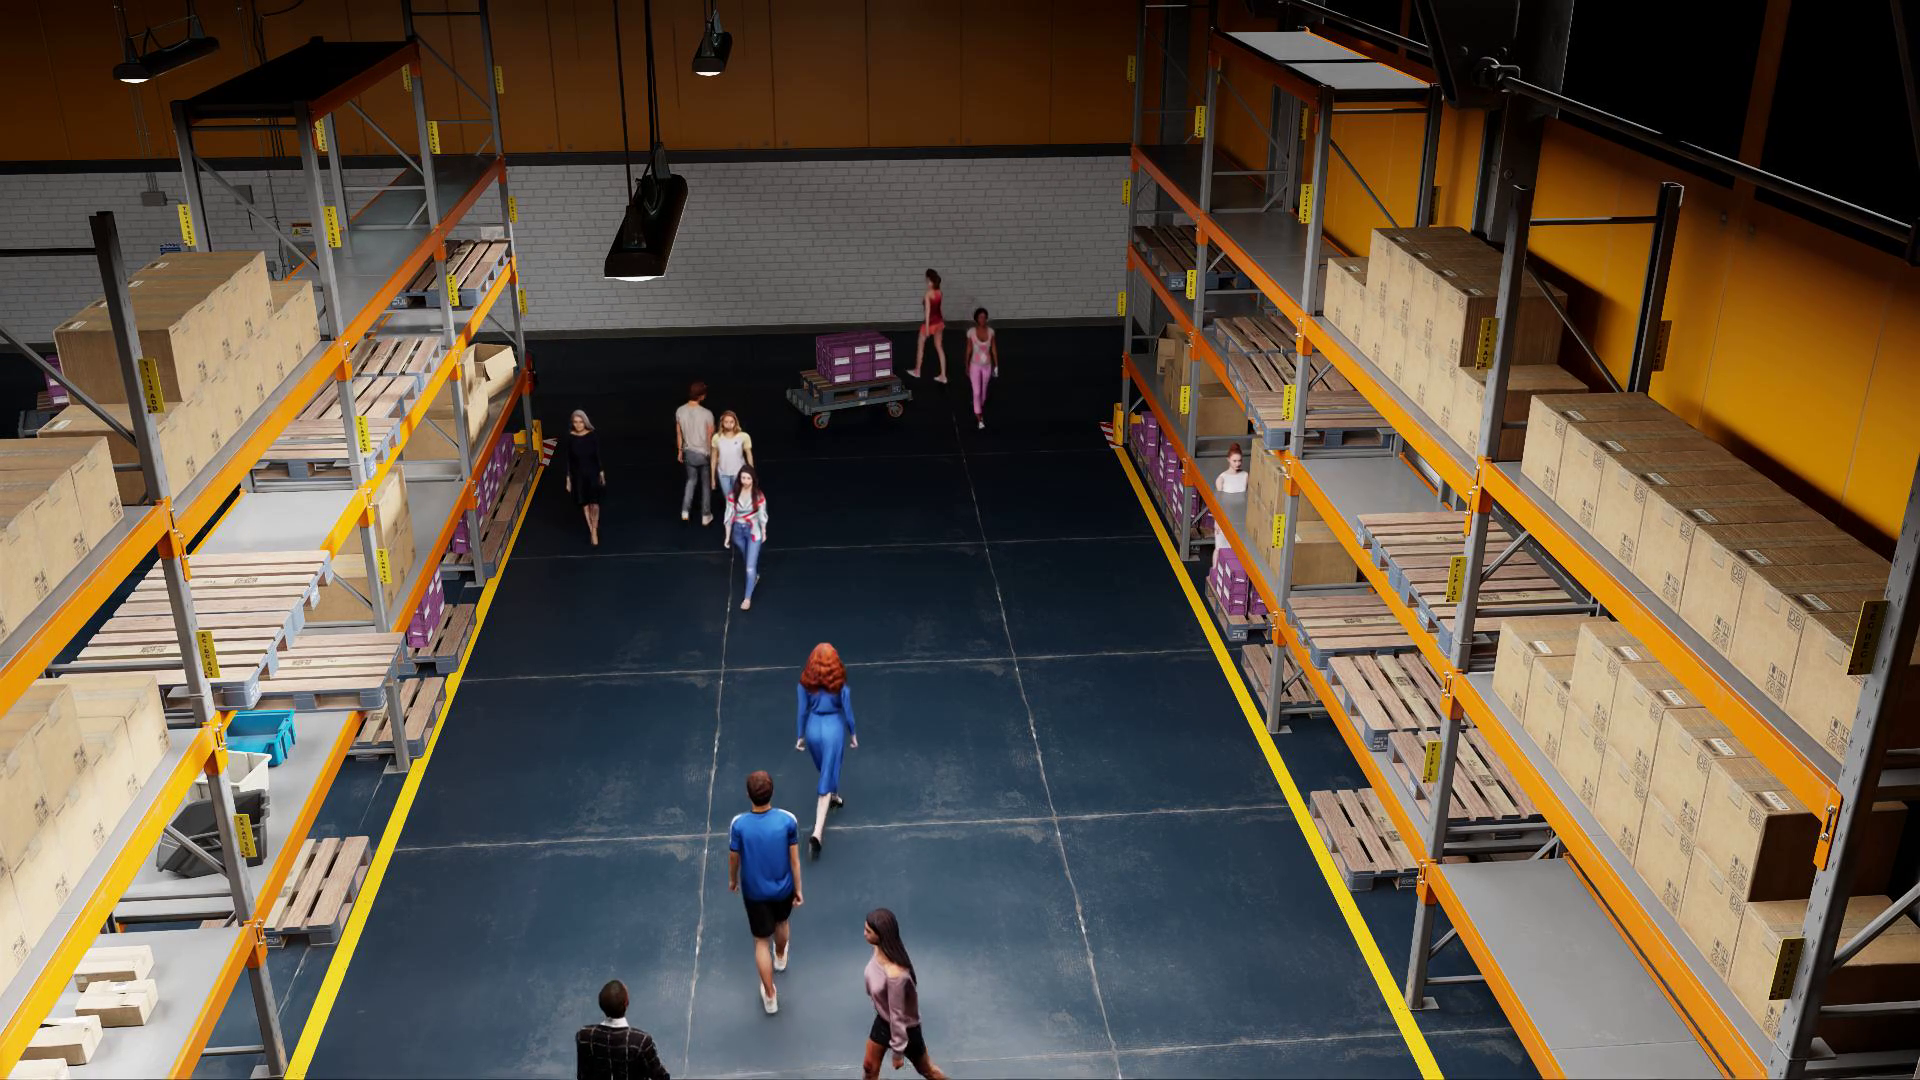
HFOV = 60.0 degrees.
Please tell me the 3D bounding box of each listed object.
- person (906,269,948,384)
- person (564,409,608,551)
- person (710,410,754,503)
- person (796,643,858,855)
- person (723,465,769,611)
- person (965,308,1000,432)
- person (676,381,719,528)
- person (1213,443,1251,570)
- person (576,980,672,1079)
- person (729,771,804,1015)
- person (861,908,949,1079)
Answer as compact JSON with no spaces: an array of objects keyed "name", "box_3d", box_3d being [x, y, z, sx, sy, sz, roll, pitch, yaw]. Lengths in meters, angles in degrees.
[{"name":"person","box_3d":[-0.353,-3.213,25.204,1.033,1.727,0.955,20,31,38]},{"name":"person","box_3d":[-4.372,-0.726,19.505,0.622,1.735,0.642,-2,24,-5]},{"name":"person","box_3d":[-2.682,-0.775,19.676,0.679,1.688,0.804,0,24,1]},{"name":"person","box_3d":[-1.138,1.753,13.777,0.908,1.781,1.223,6,24,14]},{"name":"person","box_3d":[-2.317,-0.087,18.256,0.791,1.565,1.169,4,24,9]},{"name":"person","box_3d":[0.276,-2.433,23.456,0.693,1.699,1.134,-5,24,-10]},{"name":"person","box_3d":[-3.140,-0.991,19.950,0.825,1.864,0.897,3,24,7]},{"name":"person","box_3d":[2.972,-0.212,18.257,0.587,1.793,0.552,-6,24,-14]},{"name":"person","box_3d":[-2.033,3.466,9.847,0.913,1.789,1.103,7,25,16]},{"name":"person","box_3d":[-1.372,2.547,11.893,0.741,1.836,1.052,-4,24,-10]},{"name":"person","box_3d":[-0.323,3.135,10.665,0.957,1.741,1.131,-10,26,-22]}]
